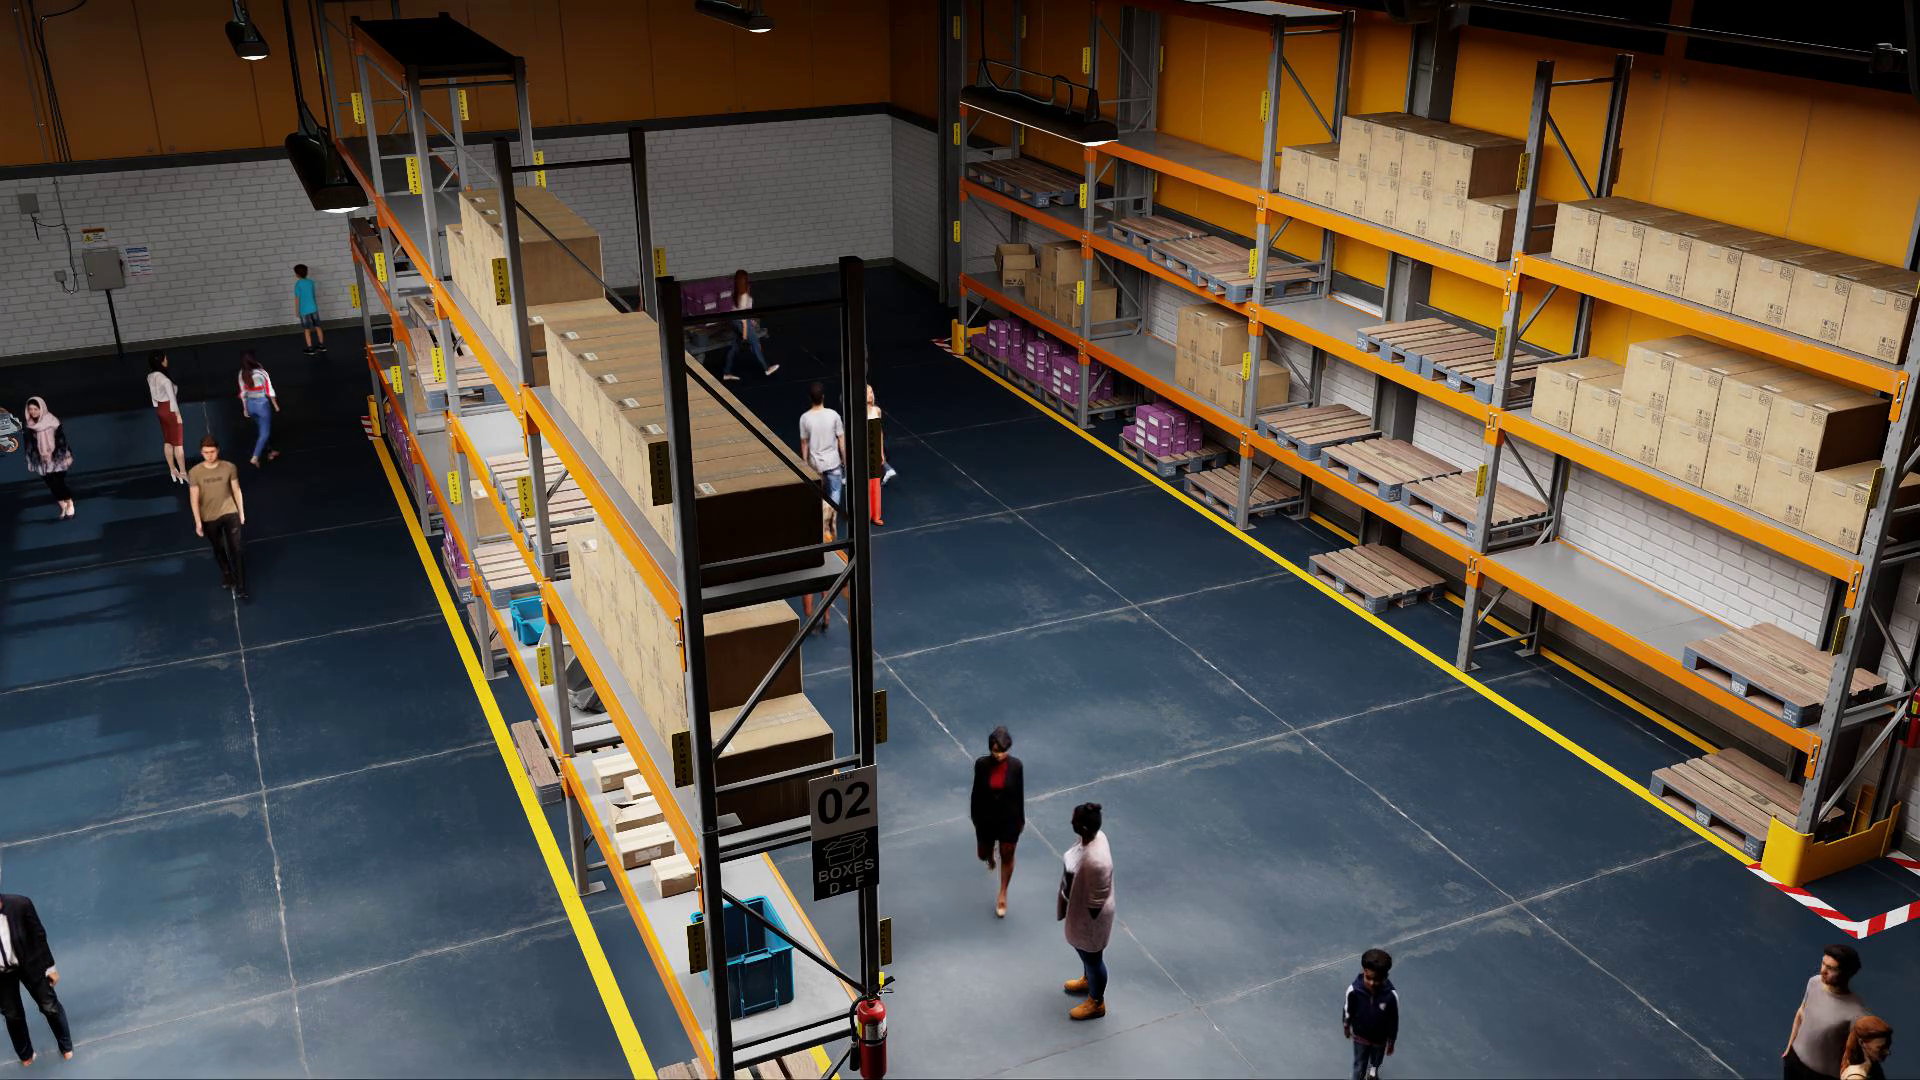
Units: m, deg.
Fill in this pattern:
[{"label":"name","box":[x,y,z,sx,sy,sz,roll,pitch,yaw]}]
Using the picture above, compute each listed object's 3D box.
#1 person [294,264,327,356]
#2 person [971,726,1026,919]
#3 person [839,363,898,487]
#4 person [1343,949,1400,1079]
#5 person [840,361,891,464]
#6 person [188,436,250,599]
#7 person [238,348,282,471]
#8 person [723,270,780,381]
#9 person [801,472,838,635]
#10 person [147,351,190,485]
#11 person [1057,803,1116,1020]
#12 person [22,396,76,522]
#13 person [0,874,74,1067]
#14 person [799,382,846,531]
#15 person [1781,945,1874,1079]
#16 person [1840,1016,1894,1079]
[{"label":"person","box":[-10.395,-3.697,26.548,0.636,1.451,0.609,15,28,30]},{"label":"person","box":[0.299,2.159,12.927,0.785,1.629,0.901,1,24,2]},{"label":"person","box":[-1.246,-1.447,21.095,1.182,1.696,1.112,9,25,20]},{"label":"person","box":[2.747,3.217,11.035,0.809,1.206,0.880,7,25,16]},{"label":"person","box":[-1.266,-1.698,21.629,1.044,1.727,0.939,11,26,23]},{"label":"person","box":[-8.144,-0.275,18.277,0.665,1.804,1.162,-10,26,-22]},{"label":"person","box":[-9.227,-1.696,21.797,0.957,1.589,1.095,4,24,10]},{"label":"person","box":[-3.371,-3.202,25.134,0.704,1.676,1.083,-12,26,-25]},{"label":"person","box":[-1.474,0.148,17.330,0.577,1.789,0.520,-11,26,-23]},{"label":"person","box":[-10.133,-1.576,21.321,0.615,1.751,0.731,16,28,32]},{"label":"person","box":[0.922,2.593,11.797,0.837,1.741,0.705,-1,24,-2]},{"label":"person","box":[-11.031,-1.022,20.228,0.738,1.610,0.774,0,24,1]},{"label":"person","box":[-6.345,2.922,11.291,0.767,1.777,0.622,-7,25,-16]},{"label":"person","box":[-1.608,-0.931,19.704,1.027,1.863,1.211,1,24,3]},{"label":"person","box":[5.388,3.240,10.340,0.807,1.721,0.490,-13,27,-27]},{"label":"person","box":[5.254,3.501,9.862,0.705,1.625,0.672,15,28,31]}]
